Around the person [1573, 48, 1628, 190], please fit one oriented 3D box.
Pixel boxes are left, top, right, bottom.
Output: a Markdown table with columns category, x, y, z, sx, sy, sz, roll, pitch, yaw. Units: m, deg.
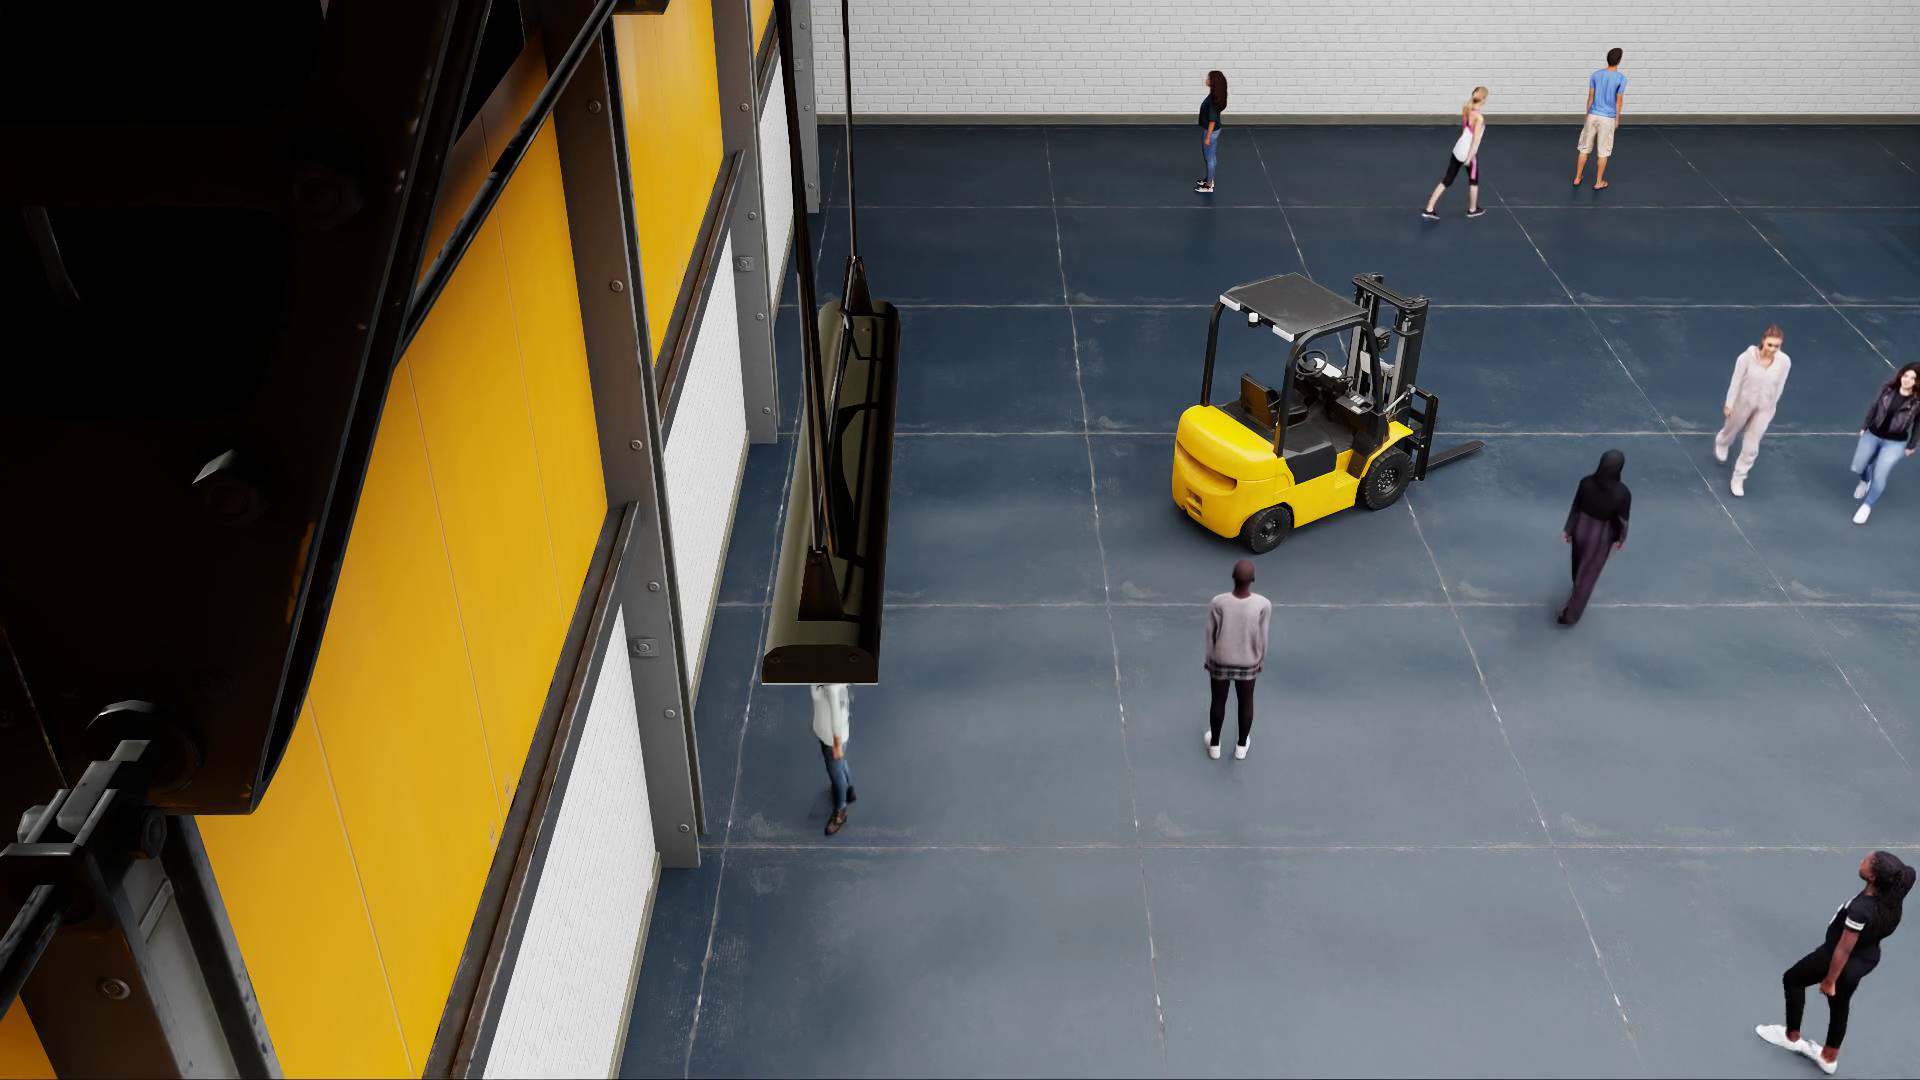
| category | x | y | z | sx | sy | sz | roll | pitch | yaw |
| --- | --- | --- | --- | --- | --- | --- | --- | --- | --- |
| person | 8.557 | -5.631 | 22.185 | 0.745 | 1.863 | 0.769 | 22 | 39 | 29 |

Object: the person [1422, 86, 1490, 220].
| category | x | y | z | sx | sy | sz | roll | pitch | yaw |
| --- | --- | --- | --- | --- | --- | --- | --- | --- | --- |
| person | 6.321 | -4.874 | 21.154 | 0.981 | 1.744 | 1.164 | -13 | 36 | -19 |

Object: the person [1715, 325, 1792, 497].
| category | x | y | z | sx | sy | sz | roll | pitch | yaw |
| --- | --- | --- | --- | --- | --- | --- | --- | --- | --- |
| person | 7.527 | -1.301 | 15.847 | 0.799 | 1.668 | 1.076 | 8 | 34 | 12 |

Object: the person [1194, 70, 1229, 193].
| category | x | y | z | sx | sy | sz | roll | pitch | yaw |
| --- | --- | --- | --- | --- | --- | --- | --- | --- | --- |
| person | 3.346 | -5.445 | 22.128 | 0.729 | 1.617 | 0.622 | 10 | 35 | 14 |

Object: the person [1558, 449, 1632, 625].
| category | x | y | z | sx | sy | sz | roll | pitch | yaw |
| --- | --- | --- | --- | --- | --- | --- | --- | --- | --- |
| person | 5.283 | -0.018 | 13.974 | 1.047 | 1.604 | 1.126 | 27 | 42 | 34 |

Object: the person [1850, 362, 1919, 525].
| category | x | y | z | sx | sy | sz | roll | pitch | yaw |
| --- | --- | --- | --- | --- | --- | --- | --- | --- | --- |
| person | 8.567 | -0.944 | 15.350 | 0.906 | 1.623 | 0.846 | -28 | 42 | -35 |

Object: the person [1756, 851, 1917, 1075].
| category | x | y | z | sx | sy | sz | roll | pitch | yaw |
| --- | --- | --- | --- | --- | --- | --- | --- | --- | --- |
| person | 5.375 | 2.579 | 9.968 | 0.799 | 1.715 | 0.861 | -21 | 39 | -29 |

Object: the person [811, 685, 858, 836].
| category | x | y | z | sx | sy | sz | roll | pitch | yaw |
| --- | --- | --- | --- | --- | --- | --- | --- | --- | --- |
| person | -0.902 | 1.370 | 11.864 | 0.799 | 1.630 | 0.572 | -17 | 37 | -24 |

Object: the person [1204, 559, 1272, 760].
| category | x | y | z | sx | sy | sz | roll | pitch | yaw |
| --- | --- | --- | --- | --- | --- | --- | --- | --- | --- |
| person | 2.058 | 0.894 | 12.452 | 0.631 | 1.771 | 0.555 | 3 | 34 | 5 |
